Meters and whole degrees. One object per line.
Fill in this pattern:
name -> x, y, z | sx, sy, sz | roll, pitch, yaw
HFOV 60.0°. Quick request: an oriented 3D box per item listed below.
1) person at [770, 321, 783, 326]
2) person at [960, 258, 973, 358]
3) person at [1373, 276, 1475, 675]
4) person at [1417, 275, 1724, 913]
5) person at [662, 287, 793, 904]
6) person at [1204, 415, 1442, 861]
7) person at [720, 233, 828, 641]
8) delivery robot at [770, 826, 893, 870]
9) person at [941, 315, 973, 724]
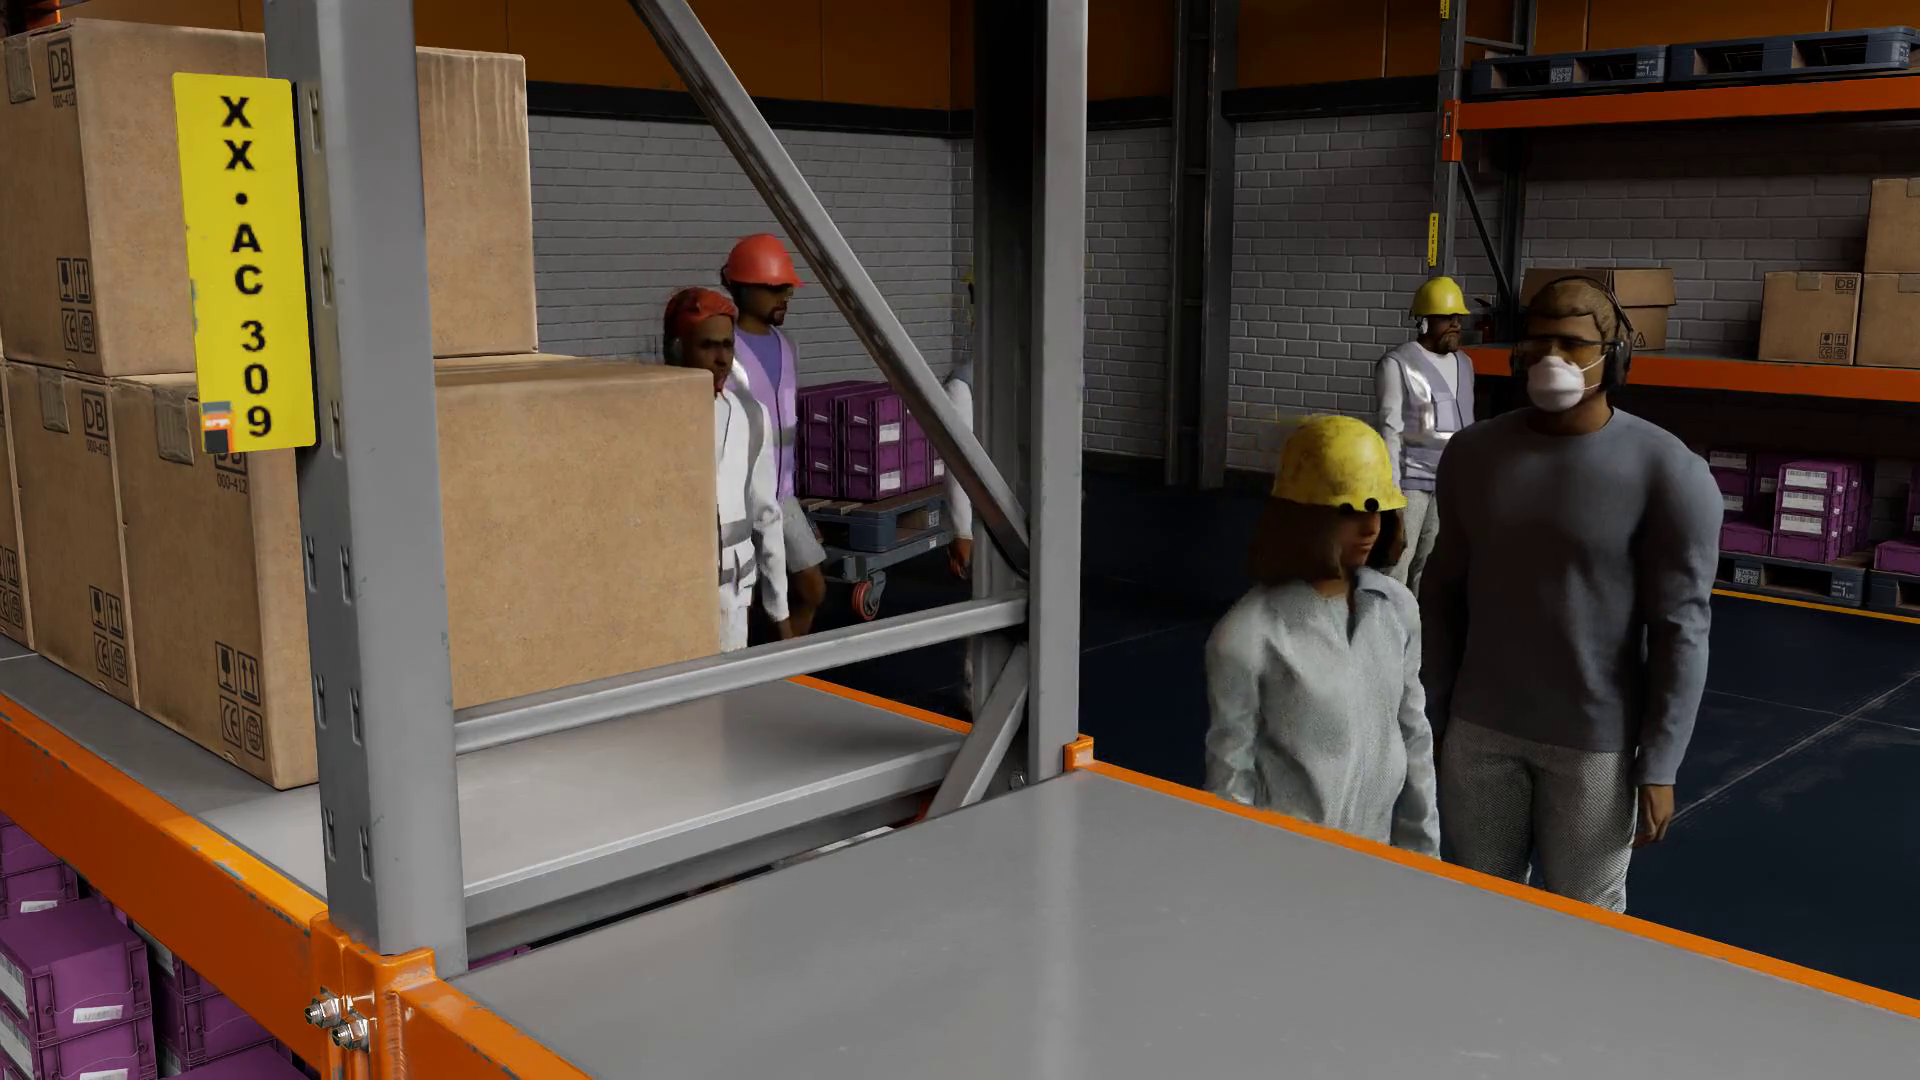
person -> -1.383, -0.974, 11.965 | 0.270, 1.631, 0.507 | -7, 12, -33
person -> 0.280, -0.990, 11.339 | 0.729, 1.904, 0.586 | -1, 10, -7
person -> 2.167, -0.294, 7.710 | 0.587, 1.835, 0.404 | -7, 13, -34
person -> 1.241, 0.418, 3.540 | 0.368, 1.940, 0.633 | -9, 14, -42
person -> -0.753, 0.204, 4.877 | 0.597, 1.871, 0.417 | -10, 14, -42
person -> 0.627, 0.601, 3.166 | 0.492, 1.718, 0.814 | -7, 13, -35
person -> -0.768, -0.168, 6.506 | 0.510, 2.023, 0.604 | 7, 13, 35
delivery robot -> -0.172, 0.888, 4.499 | 0.707, 0.478, 0.477 | 7, 13, 35
person -> 0.168, -0.121, 6.783 | 0.404, 1.830, 0.606 | 7, 12, 33
